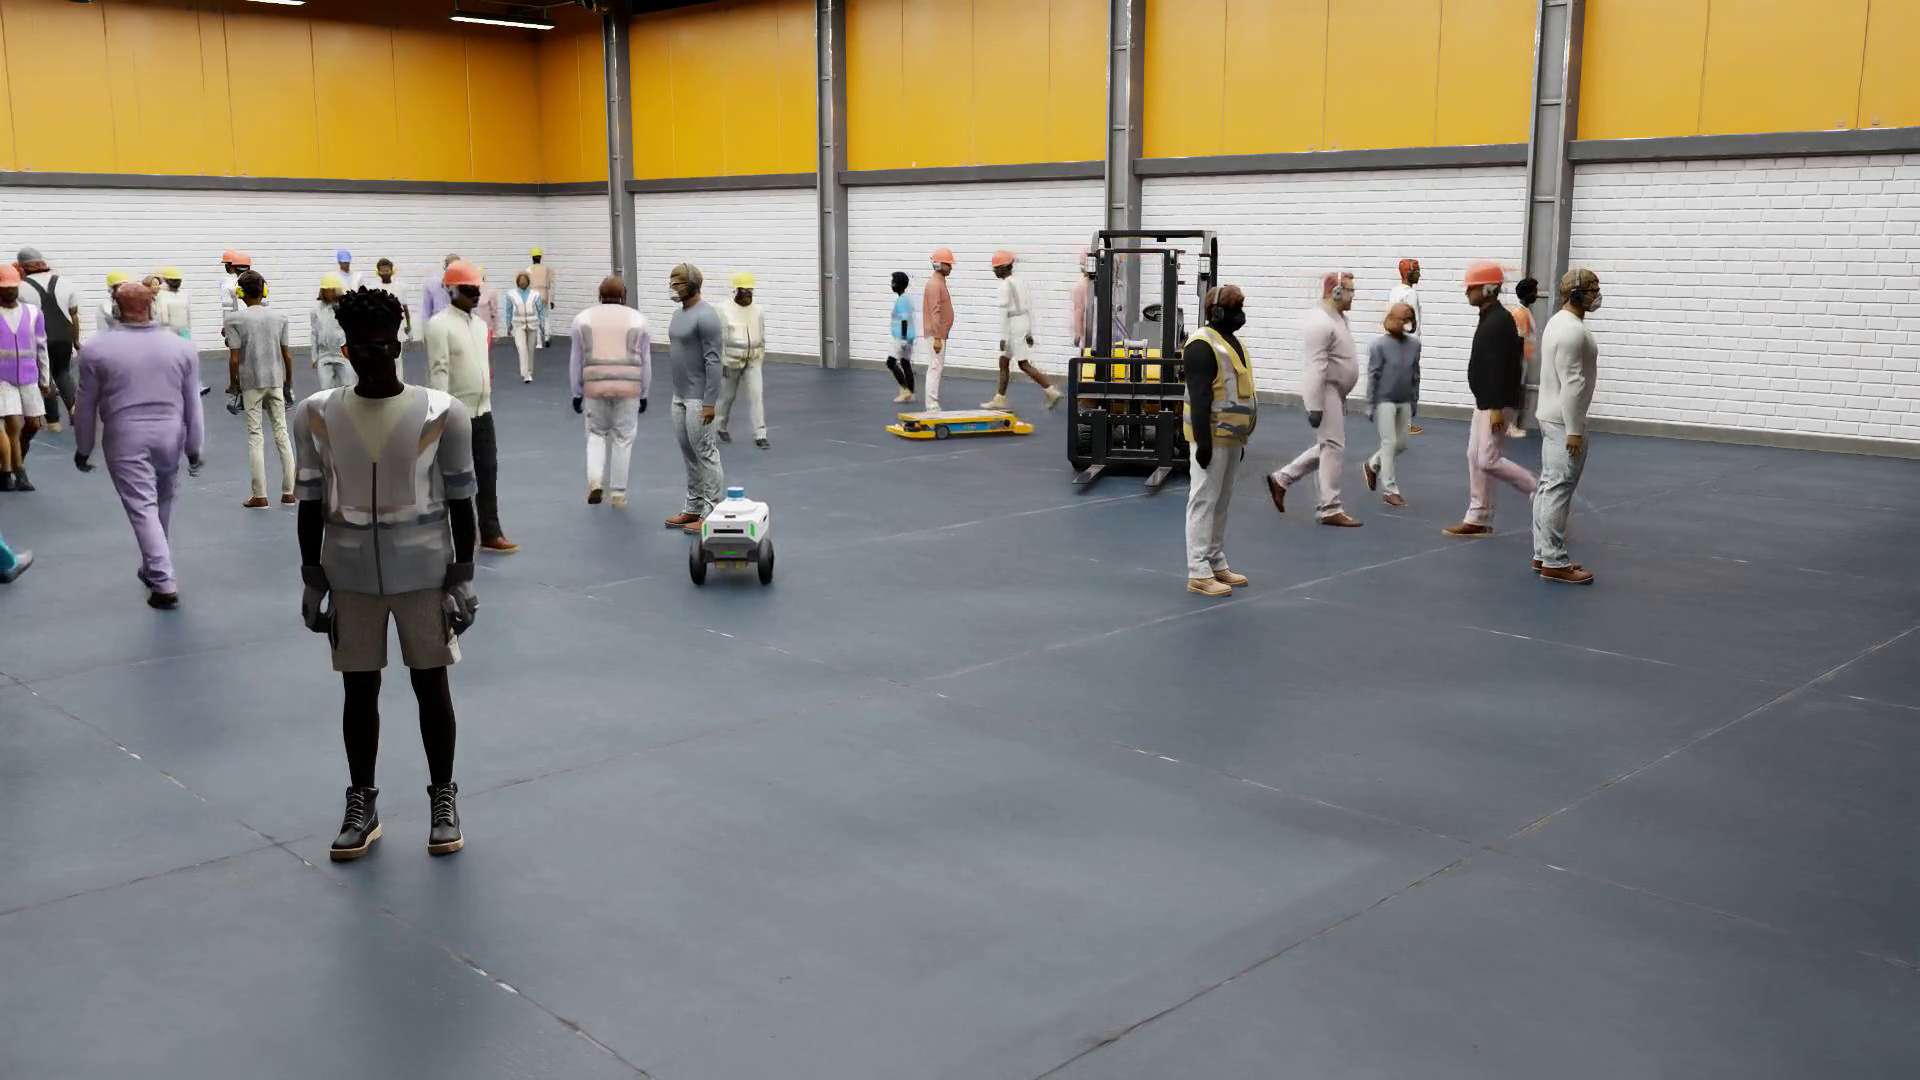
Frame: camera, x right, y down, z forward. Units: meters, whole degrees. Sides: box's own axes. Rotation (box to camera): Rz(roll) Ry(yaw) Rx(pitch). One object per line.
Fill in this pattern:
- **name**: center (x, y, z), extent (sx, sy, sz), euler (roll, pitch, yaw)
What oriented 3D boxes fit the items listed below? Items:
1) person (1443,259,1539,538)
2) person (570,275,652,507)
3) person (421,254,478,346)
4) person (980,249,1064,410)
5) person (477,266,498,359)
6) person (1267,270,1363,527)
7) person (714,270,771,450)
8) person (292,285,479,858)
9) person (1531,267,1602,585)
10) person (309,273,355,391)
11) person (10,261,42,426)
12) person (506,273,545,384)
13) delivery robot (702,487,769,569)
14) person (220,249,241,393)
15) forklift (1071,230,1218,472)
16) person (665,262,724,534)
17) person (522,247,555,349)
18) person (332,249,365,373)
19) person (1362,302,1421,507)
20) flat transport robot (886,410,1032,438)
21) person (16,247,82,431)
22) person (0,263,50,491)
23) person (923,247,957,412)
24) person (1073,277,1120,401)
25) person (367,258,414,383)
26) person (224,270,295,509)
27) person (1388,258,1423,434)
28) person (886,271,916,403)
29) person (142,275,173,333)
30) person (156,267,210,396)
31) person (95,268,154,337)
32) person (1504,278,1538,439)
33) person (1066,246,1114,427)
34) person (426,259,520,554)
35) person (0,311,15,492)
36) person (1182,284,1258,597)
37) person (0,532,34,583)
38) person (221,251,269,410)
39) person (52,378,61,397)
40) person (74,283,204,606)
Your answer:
- **person**: center (3.792, -0.959, 11.569), extent (0.716, 1.970, 0.633), euler (1, 10, 7)
- **person**: center (-2.718, -1.155, 13.040), extent (0.631, 1.823, 0.433), euler (-1, 10, -4)
- **person**: center (-6.119, -2.469, 19.977), extent (0.675, 1.906, 0.514), euler (0, 10, -1)
- **person**: center (0.769, -2.531, 20.182), extent (1.028, 1.979, 0.625), euler (4, 11, 19)
- **person**: center (-6.537, -2.870, 22.619), extent (0.529, 1.740, 0.746), euler (-1, 10, -4)
- **person**: center (2.664, -1.056, 12.343), extent (0.715, 1.882, 0.667), euler (5, 11, 23)
- **person**: center (-2.241, -1.828, 16.814), extent (0.589, 1.793, 0.918), euler (-6, 12, -30)
- **person**: center (-1.962, 0.117, 5.710), extent (0.609, 1.965, 0.364), euler (-2, 11, -9)
- **person**: center (3.753, -0.707, 10.278), extent (0.373, 1.940, 0.629), euler (2, 11, 11)
- **person**: center (-6.557, -1.920, 17.447), extent (0.499, 1.748, 0.340), euler (0, 10, 0)
- **person**: center (-10.463, -2.189, 18.634), extent (0.586, 1.853, 0.893), euler (-5, 11, -25)
- **person**: center (-6.298, -3.079, 24.144), extent (0.533, 1.588, 0.853), euler (-4, 11, -21)
- **delivery robot**: center (-1.400, -0.086, 10.414), extent (0.477, 0.478, 0.707), euler (0, 10, 0)
- **person**: center (-9.800, -2.955, 22.538), extent (0.359, 1.938, 0.547), euler (4, 11, 19)
- **forklift**: center (1.804, -1.825, 15.677), extent (1.214, 2.155, 2.313), euler (2, 11, 13)
- **person**: center (-1.914, -1.015, 11.961), extent (0.356, 1.936, 0.638), euler (-7, 12, -33)
- **person**: center (-7.967, -4.564, 31.402), extent (0.586, 1.910, 0.432), euler (-5, 12, -26)
- **person**: center (-9.590, -3.587, 26.036), extent (0.599, 1.921, 0.906), euler (-9, 14, -41)
- **person**: center (3.415, -1.094, 13.280), extent (0.509, 1.617, 0.603), euler (-5, 11, -24)
- **flat transport robot**: center (-0.009, -1.250, 17.788), extent (1.431, 0.197, 0.652), euler (-4, 11, -22)
- **person**: center (-9.981, -2.192, 18.096), extent (0.541, 2.000, 0.700), euler (8, 13, 39)
- **person**: center (-8.014, -1.377, 14.045), extent (0.551, 1.912, 0.712), euler (-10, 14, -44)
- **person**: center (-0.229, -2.345, 19.060), extent (0.395, 1.990, 0.619), euler (1, 10, 4)
- **person**: center (1.783, -2.642, 21.043), extent (0.980, 1.850, 0.669), euler (9, 14, 40)
- **person**: center (-7.370, -2.718, 21.498), extent (0.575, 1.848, 0.445), euler (-3, 11, -18)
- **person**: center (-5.480, -1.172, 13.023), extent (0.518, 1.865, 0.328), euler (-9, 14, -42)
- **person**: center (4.796, -2.083, 17.935), extent (0.351, 1.882, 0.582), euler (-2, 11, -11)
- **person**: center (-0.743, -2.552, 21.053), extent (0.411, 1.685, 0.538), euler (1, 10, 3)
- **person**: center (-9.974, -2.457, 20.627), extent (0.309, 1.645, 0.515), euler (4, 11, 21)
- **person**: center (-10.340, -2.742, 21.983), extent (0.918, 1.713, 0.525), euler (7, 13, 35)
- **person**: center (-8.410, -1.846, 16.862), extent (0.711, 1.808, 0.597), euler (8, 13, 37)
- **person**: center (5.912, -1.918, 17.571), extent (0.321, 1.690, 0.530), euler (4, 11, 19)
- **person**: center (1.625, -2.240, 18.460), extent (0.794, 2.019, 0.615), euler (0, 10, 0)
- **person**: center (-3.367, -0.884, 11.136), extent (0.744, 1.977, 0.627), euler (4, 11, 20)
- **person**: center (-8.125, -1.327, 13.673), extent (0.375, 1.932, 0.550), euler (3, 11, 18)
- **person**: center (1.559, -0.600, 9.959), extent (0.430, 1.845, 0.619), euler (6, 12, 28)
- **person**: center (-6.030, -0.536, 9.825), extent (0.579, 1.765, 1.034), euler (1, 10, 6)
- **person**: center (-8.737, -2.556, 20.364), extent (0.552, 1.934, 0.373), euler (-8, 13, -37)
- **person**: center (-12.079, -2.684, 21.930), extent (0.370, 1.617, 0.520), euler (1, 10, 3)
- **person**: center (-4.797, -0.566, 9.735), extent (0.655, 1.854, 0.994), euler (-10, 14, -42)
